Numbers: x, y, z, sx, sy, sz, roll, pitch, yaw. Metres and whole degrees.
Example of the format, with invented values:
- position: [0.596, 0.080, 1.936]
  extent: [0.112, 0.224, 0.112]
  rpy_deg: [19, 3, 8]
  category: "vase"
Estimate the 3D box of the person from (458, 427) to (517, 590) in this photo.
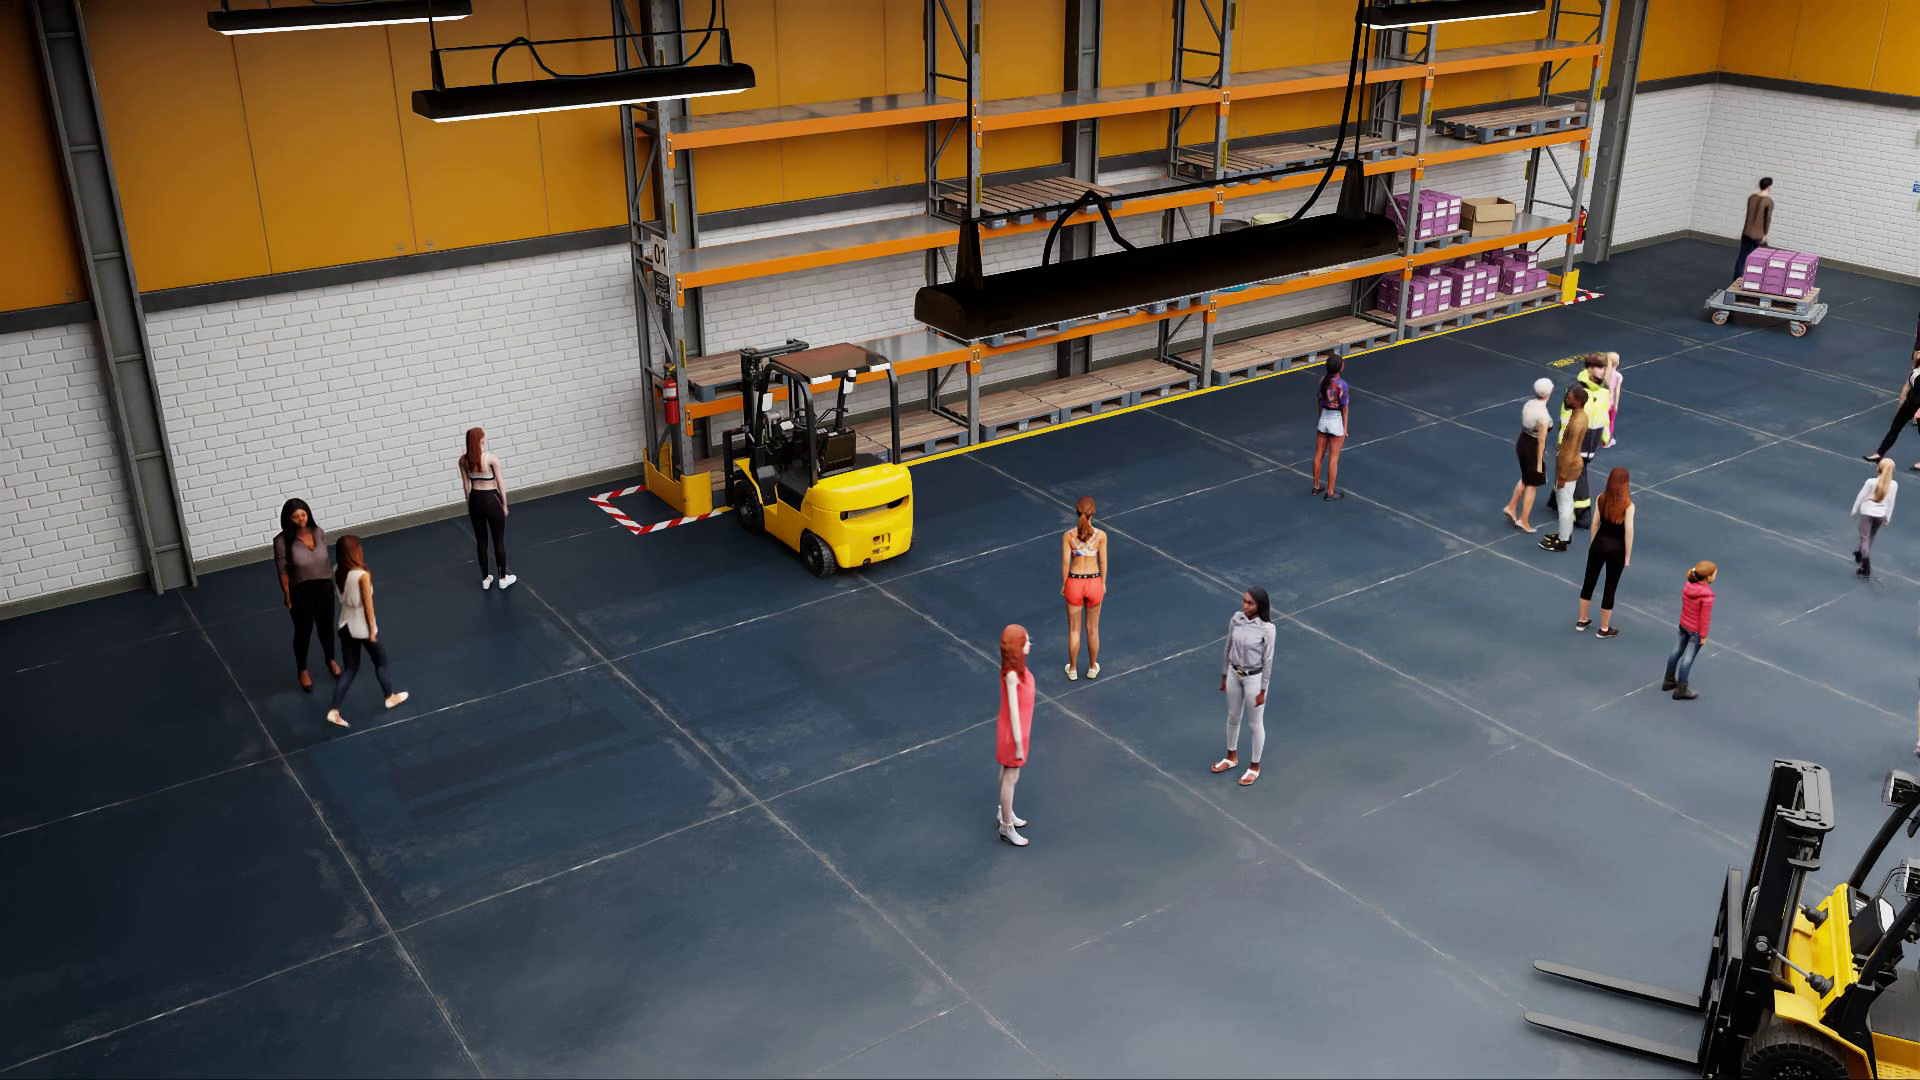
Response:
- position: [-4.863, -0.329, 17.033]
  extent: [0.654, 1.740, 0.725]
  rpy_deg: [3, 24, 6]
  category: "person"

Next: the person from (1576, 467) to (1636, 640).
- position: [6.245, 0.106, 16.054]
  extent: [0.519, 1.726, 0.573]
  rpy_deg: [-18, 30, -36]
  category: "person"

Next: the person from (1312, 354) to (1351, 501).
- position: [4.303, -1.322, 19.302]
  extent: [0.517, 1.743, 0.592]
  rpy_deg: [-17, 29, -34]
  category: "person"

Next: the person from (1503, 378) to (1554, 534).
- position: [6.268, -0.948, 18.463]
  extent: [0.797, 1.730, 0.773]
  rpy_deg: [0, 24, 1]
  category: "person"

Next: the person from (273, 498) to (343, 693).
- position: [-5.902, 0.473, 15.072]
  extent: [0.766, 1.840, 0.614]
  rpy_deg: [19, 30, 37]
  category: "person"

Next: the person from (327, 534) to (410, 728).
- position: [-5.284, 0.810, 14.406]
  extent: [0.953, 1.757, 1.169]
  rpy_deg: [10, 26, 23]
  category: "person"

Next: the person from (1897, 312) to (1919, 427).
- position: [12.639, -2.433, 21.718]
  extent: [0.726, 1.842, 0.761]
  rpy_deg: [-6, 24, -12]
  category: "person"

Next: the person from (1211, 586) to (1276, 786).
- position: [2.355, 1.164, 13.635]
  extent: [0.572, 1.725, 0.627]
  rpy_deg: [-22, 32, -40]
  category: "person"

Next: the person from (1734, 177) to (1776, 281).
- position: [13.234, -5.112, 27.817]
  extent: [0.895, 1.866, 0.649]
  rpy_deg: [-15, 28, -31]
  category: "person"

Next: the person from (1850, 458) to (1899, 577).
- position: [9.560, -0.225, 17.401]
  extent: [0.867, 1.254, 0.918]
  rpy_deg: [4, 24, 9]
  category: "person"

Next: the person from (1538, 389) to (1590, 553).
- position: [6.576, -0.762, 17.927]
  extent: [0.766, 1.817, 0.665]
  rpy_deg: [10, 25, 21]
  category: "person"

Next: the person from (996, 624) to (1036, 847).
- position: [0.405, 1.479, 12.788]
  extent: [0.695, 1.828, 0.670]
  rpy_deg: [0, 24, 1]
  category: "person"

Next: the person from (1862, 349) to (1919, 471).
- position: [11.641, -1.581, 20.044]
  extent: [1.133, 1.622, 0.957]
  rpy_deg: [-2, 24, -4]
  category: "person"

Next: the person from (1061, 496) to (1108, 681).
- position: [1.132, 0.442, 15.204]
  extent: [0.659, 1.791, 0.736]
  rpy_deg: [0, 24, 0]
  category: "person"

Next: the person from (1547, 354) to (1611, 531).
- position: [6.920, -1.161, 18.670]
  extent: [1.031, 1.953, 0.919]
  rpy_deg: [-12, 26, -25]
  category: "person"

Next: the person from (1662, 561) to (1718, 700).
- position: [6.585, 0.797, 14.988]
  extent: [0.589, 1.314, 0.574]
  rpy_deg: [-4, 24, -10]
  category: "person"
